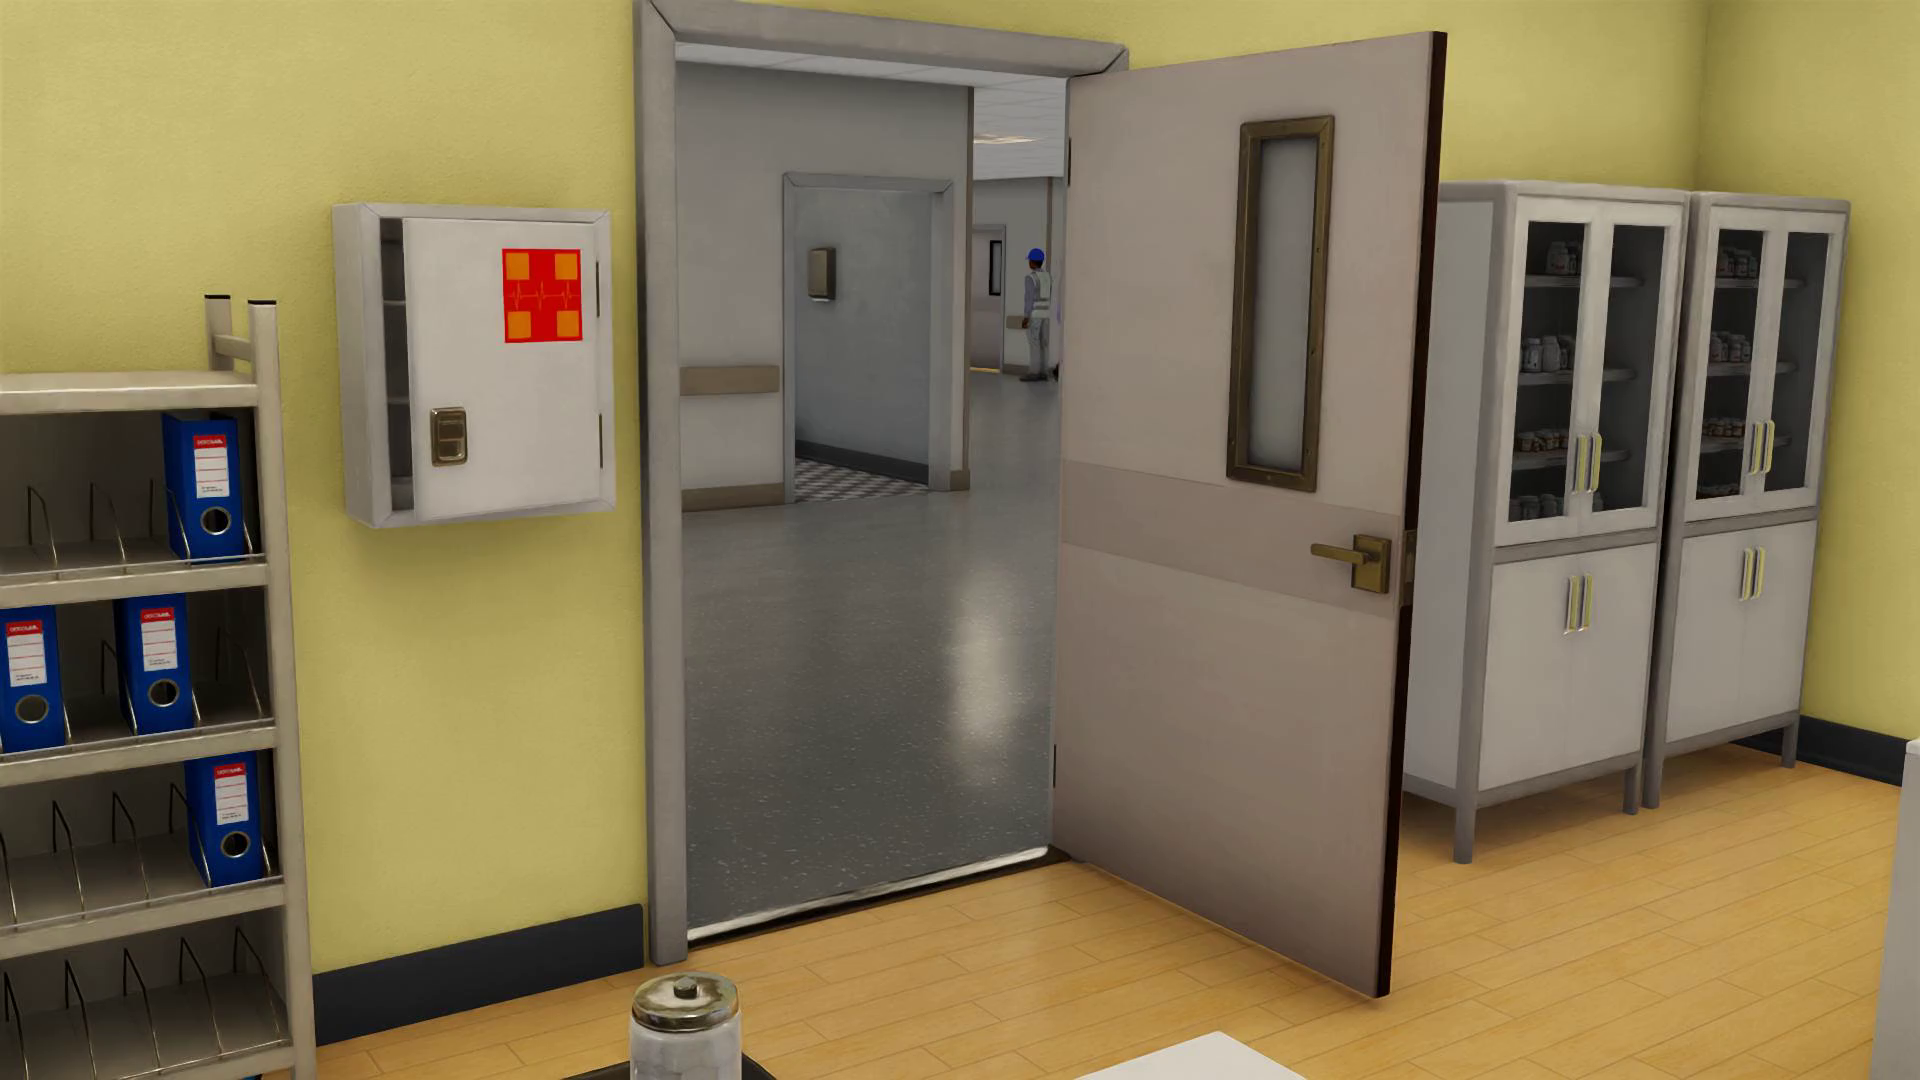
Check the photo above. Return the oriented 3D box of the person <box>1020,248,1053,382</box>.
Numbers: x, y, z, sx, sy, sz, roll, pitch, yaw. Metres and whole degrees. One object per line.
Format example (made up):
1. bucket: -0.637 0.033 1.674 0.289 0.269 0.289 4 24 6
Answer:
1. person: 1.126 -3.302 24.460 0.380 1.951 0.602 8 12 35
